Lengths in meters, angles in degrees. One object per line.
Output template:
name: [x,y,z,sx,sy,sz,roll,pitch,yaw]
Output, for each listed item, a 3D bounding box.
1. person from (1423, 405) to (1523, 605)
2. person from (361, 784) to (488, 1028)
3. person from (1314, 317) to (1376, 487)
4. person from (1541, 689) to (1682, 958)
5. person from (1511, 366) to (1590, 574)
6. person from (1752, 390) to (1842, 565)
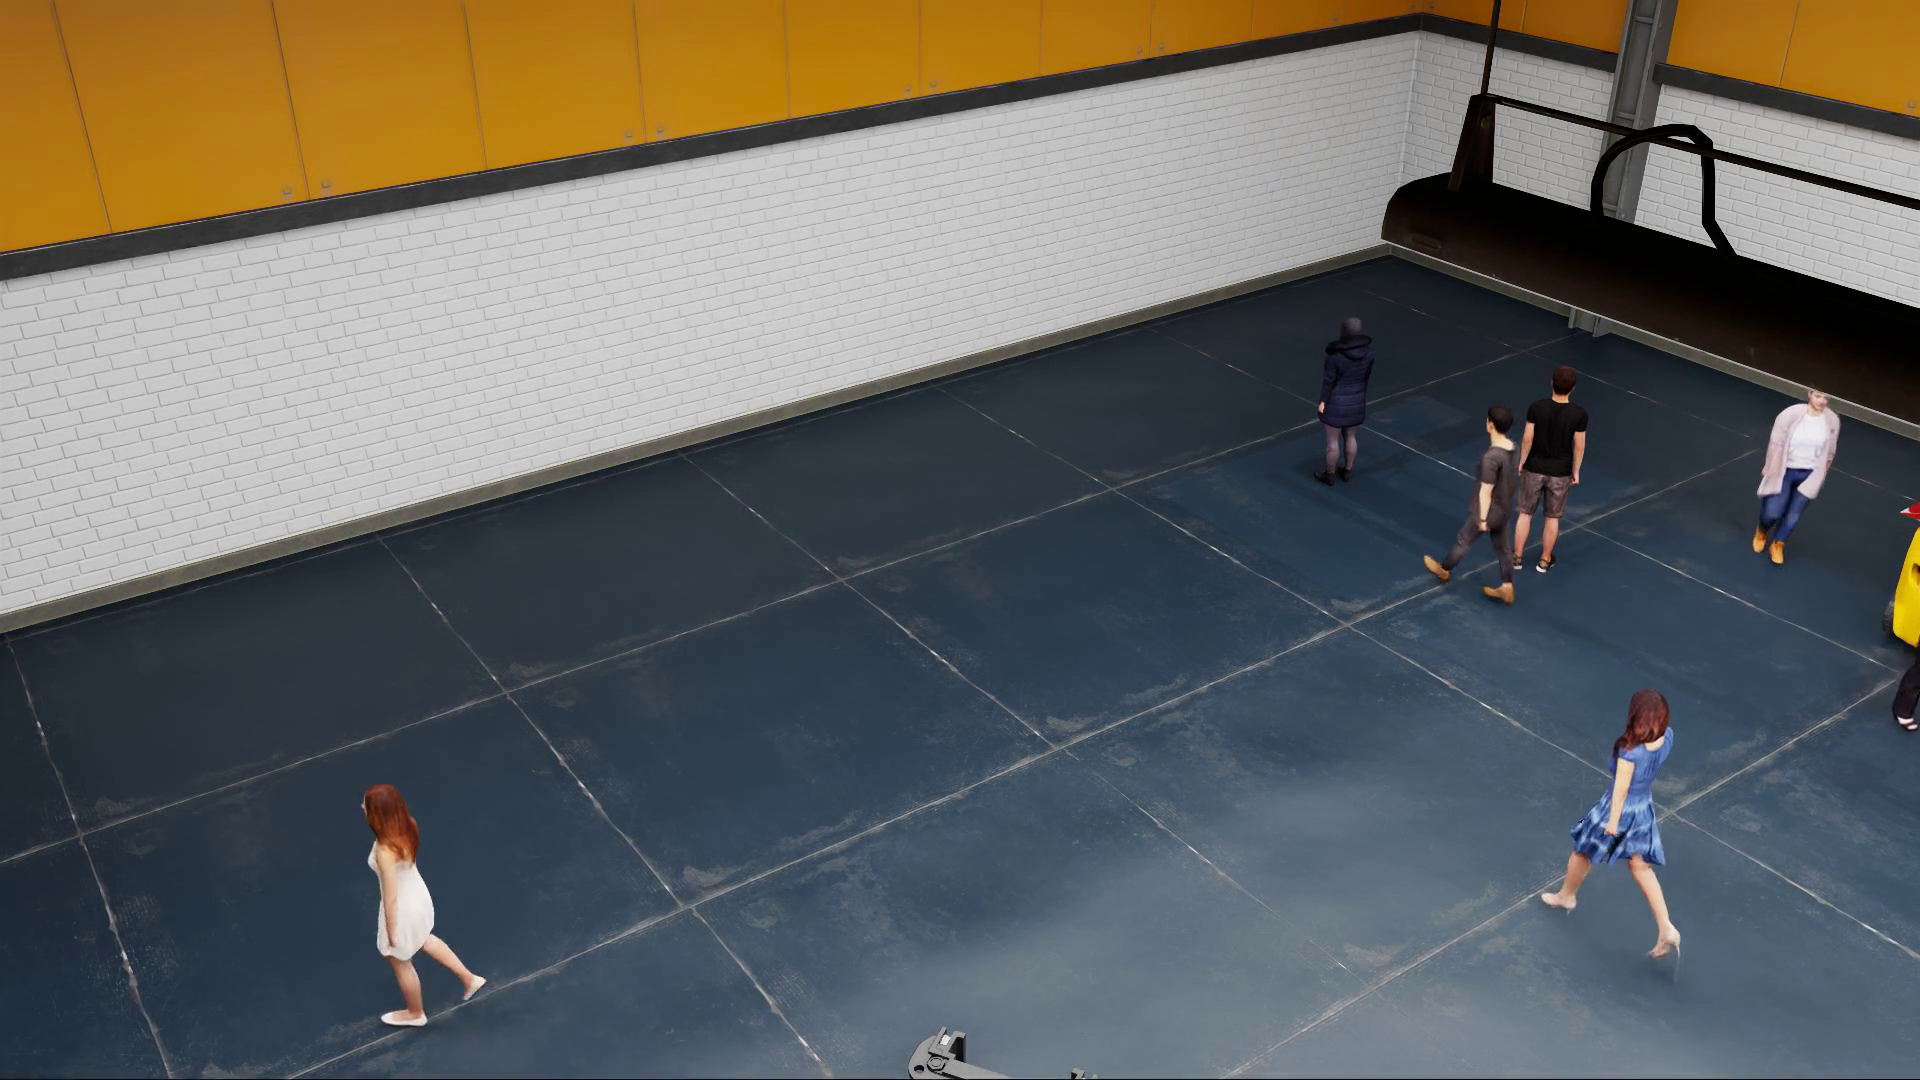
person: [4.410,-0.242,13.561,0.617,1.660,1.033,-21,35,-33]
person: [-3.022,2.056,9.307,0.922,1.698,0.883,3,29,5]
person: [3.577,-1.301,15.488,0.730,1.673,0.728,-11,30,-19]
person: [4.006,1.711,9.864,0.618,1.771,1.117,-18,33,-30]
person: [4.942,-0.597,14.001,0.729,1.862,0.823,9,30,17]
person: [7.110,-0.635,14.203,0.879,1.736,0.938,5,29,8]
